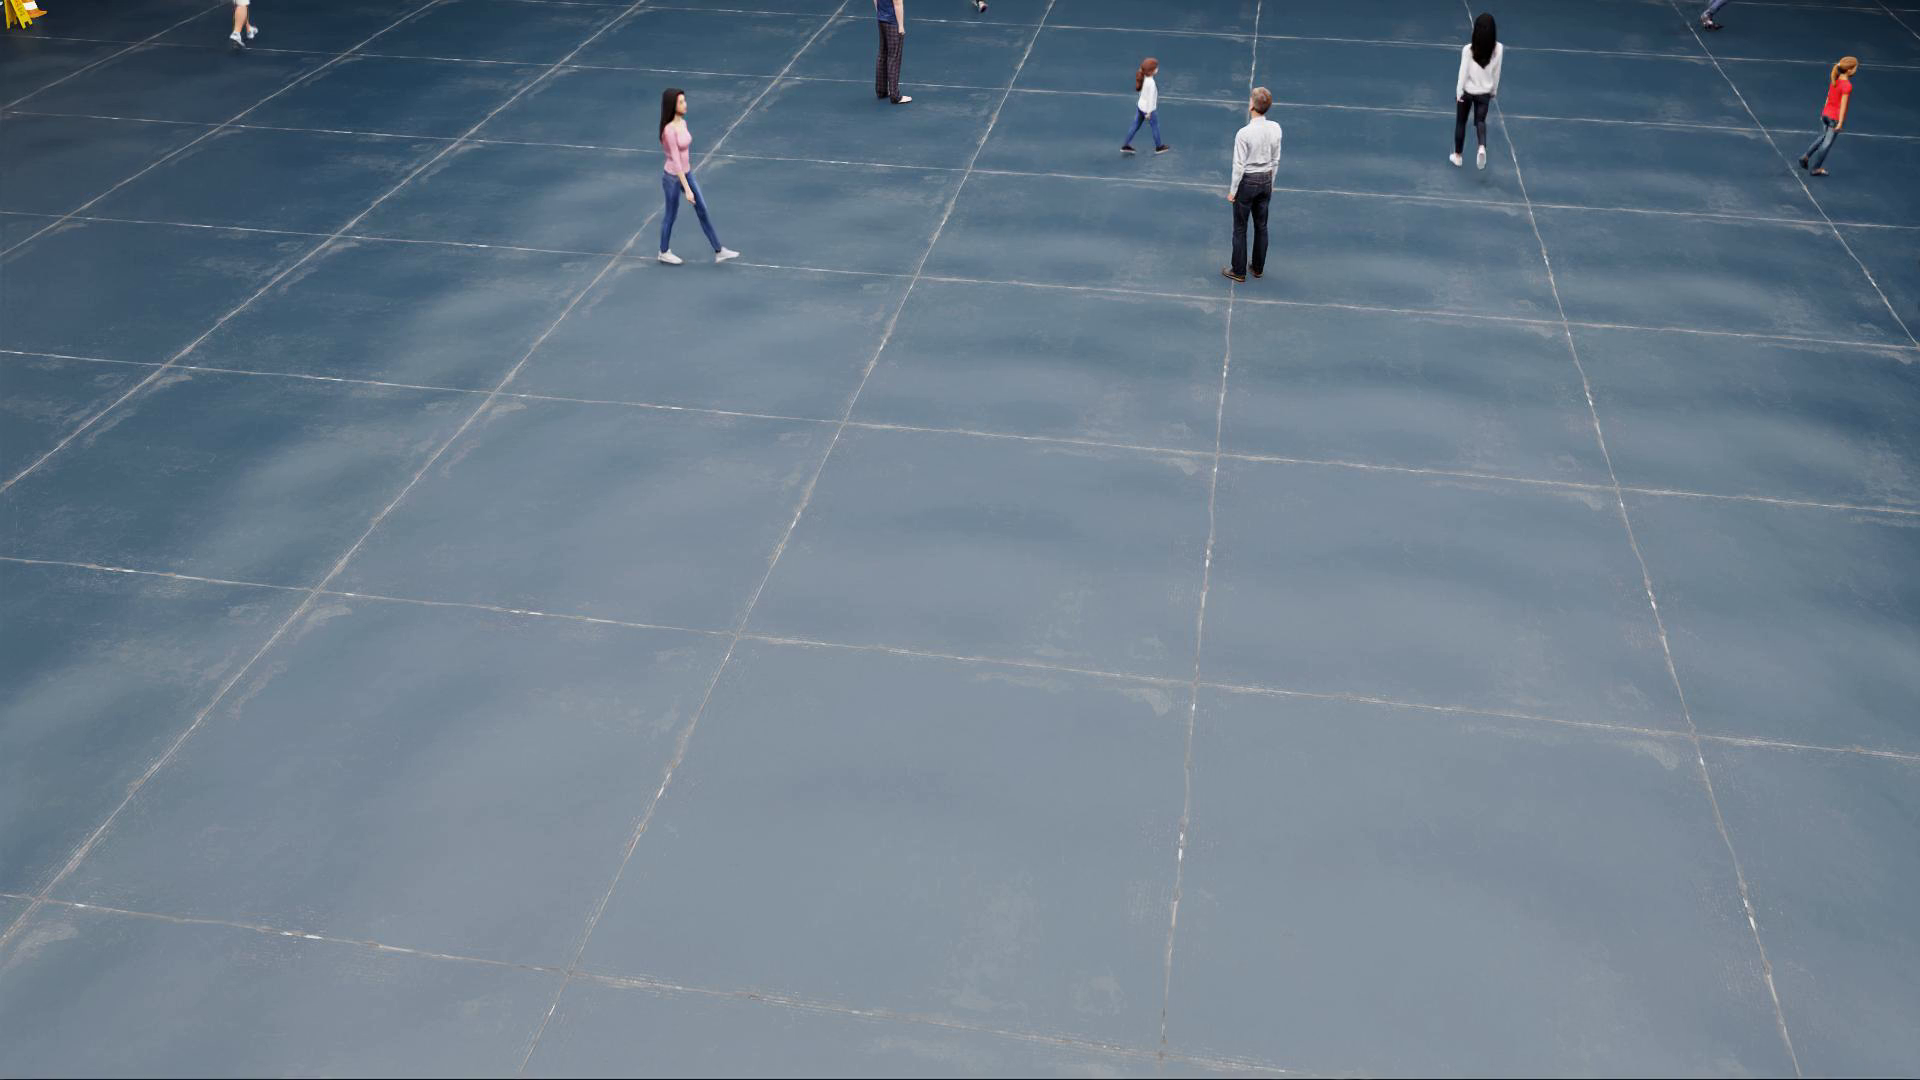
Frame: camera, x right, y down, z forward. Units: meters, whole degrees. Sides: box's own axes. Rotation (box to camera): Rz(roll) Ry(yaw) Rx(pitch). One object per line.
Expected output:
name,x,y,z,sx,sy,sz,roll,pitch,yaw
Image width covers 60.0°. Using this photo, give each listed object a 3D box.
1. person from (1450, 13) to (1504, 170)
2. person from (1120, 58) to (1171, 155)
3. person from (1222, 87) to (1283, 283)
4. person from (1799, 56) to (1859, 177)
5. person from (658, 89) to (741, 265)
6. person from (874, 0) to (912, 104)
person,5.611,-4.816,17.995,0.888,1.686,0.793,-1,32,-2
person,2.029,-4.834,18.584,0.845,1.087,0.709,-13,35,-20
person,2.728,-3.311,15.483,0.701,1.820,0.798,-14,35,-21
person,9.361,-4.569,17.962,0.637,1.303,0.569,-4,32,-6
person,-2.736,-3.400,15.728,1.091,1.709,0.687,11,34,17
person,-0.849,-6.248,20.091,0.788,1.872,0.718,-22,38,-31
